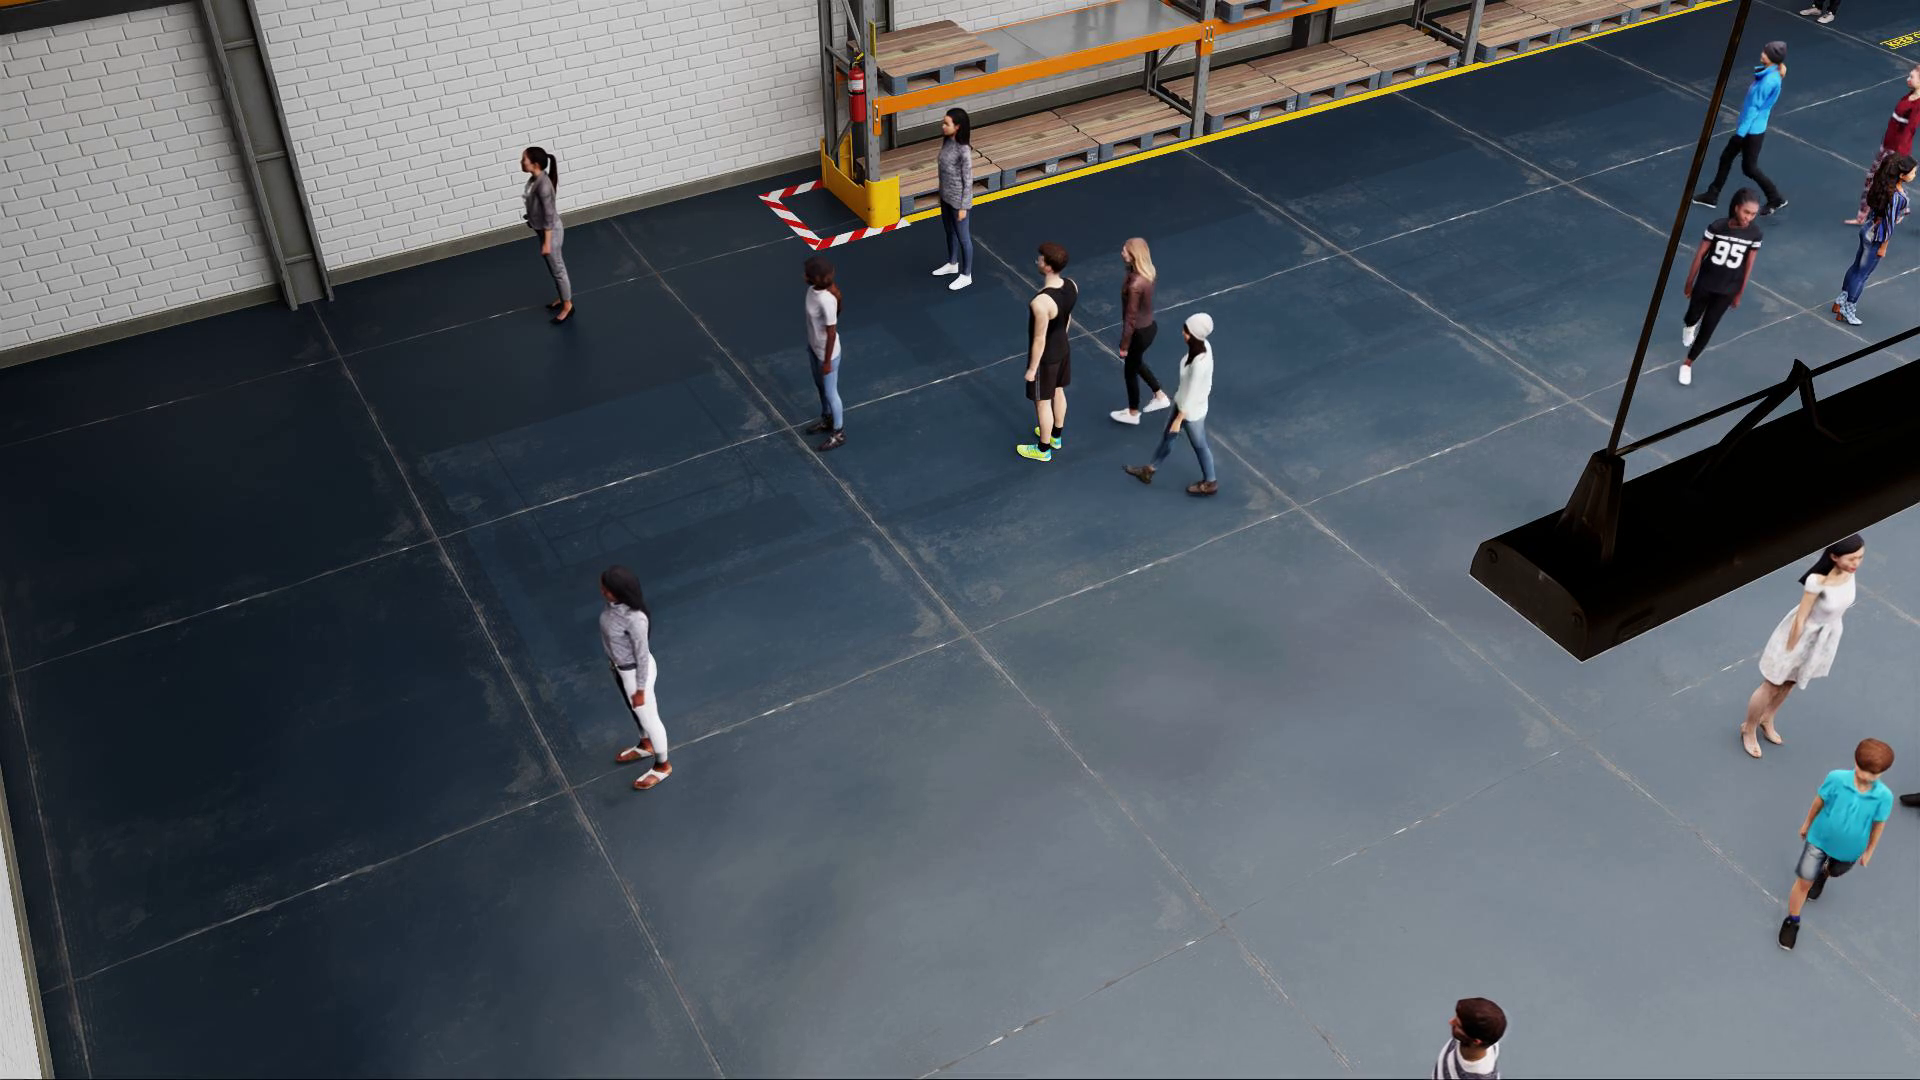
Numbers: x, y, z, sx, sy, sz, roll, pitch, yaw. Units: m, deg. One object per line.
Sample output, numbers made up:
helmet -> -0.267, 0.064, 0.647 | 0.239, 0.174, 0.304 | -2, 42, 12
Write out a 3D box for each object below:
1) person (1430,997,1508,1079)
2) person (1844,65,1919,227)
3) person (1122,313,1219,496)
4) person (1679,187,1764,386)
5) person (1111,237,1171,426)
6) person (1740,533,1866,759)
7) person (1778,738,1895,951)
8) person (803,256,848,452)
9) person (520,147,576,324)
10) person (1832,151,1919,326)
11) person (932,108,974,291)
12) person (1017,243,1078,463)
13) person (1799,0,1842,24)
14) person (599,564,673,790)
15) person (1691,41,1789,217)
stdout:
person -> 2.314, 2.765, 7.822 | 0.757, 1.850, 0.717 | 7, 39, 9
person -> 9.158, -3.797, 16.167 | 0.921, 1.691, 0.854 | 6, 39, 7
person -> 1.842, -1.006, 12.731 | 1.070, 1.617, 0.922 | 3, 39, 3
person -> 6.433, -2.188, 14.133 | 0.926, 1.714, 1.041 | 16, 41, 19
person -> 1.532, -1.653, 13.485 | 0.902, 1.687, 0.841 | 10, 40, 12
person -> 5.345, 0.654, 10.527 | 0.551, 1.774, 0.689 | -20, 43, -24
person -> 5.052, 1.664, 9.540 | 0.827, 1.427, 1.005 | 19, 42, 22
person -> -1.084, -1.509, 13.278 | 0.557, 1.720, 0.614 | -14, 41, -17
person -> -3.666, -2.737, 14.849 | 0.663, 1.678, 0.673 | -10, 40, -13
person -> 8.174, -2.699, 14.851 | 0.754, 1.617, 0.697 | 9, 39, 11
person -> -0.037, -3.171, 15.349 | 0.506, 1.733, 0.603 | -20, 43, -24
person -> 0.699, -1.478, 13.101 | 0.838, 1.892, 0.694 | 22, 44, 26
person -> 10.894, -7.305, 20.503 | 0.568, 1.761, 0.635 | -15, 41, -18
person -> -2.033, 0.819, 10.360 | 0.506, 1.723, 0.587 | -20, 43, -24
person -> 7.870, -3.980, 16.339 | 1.095, 1.762, 1.140 | 15, 41, 18
